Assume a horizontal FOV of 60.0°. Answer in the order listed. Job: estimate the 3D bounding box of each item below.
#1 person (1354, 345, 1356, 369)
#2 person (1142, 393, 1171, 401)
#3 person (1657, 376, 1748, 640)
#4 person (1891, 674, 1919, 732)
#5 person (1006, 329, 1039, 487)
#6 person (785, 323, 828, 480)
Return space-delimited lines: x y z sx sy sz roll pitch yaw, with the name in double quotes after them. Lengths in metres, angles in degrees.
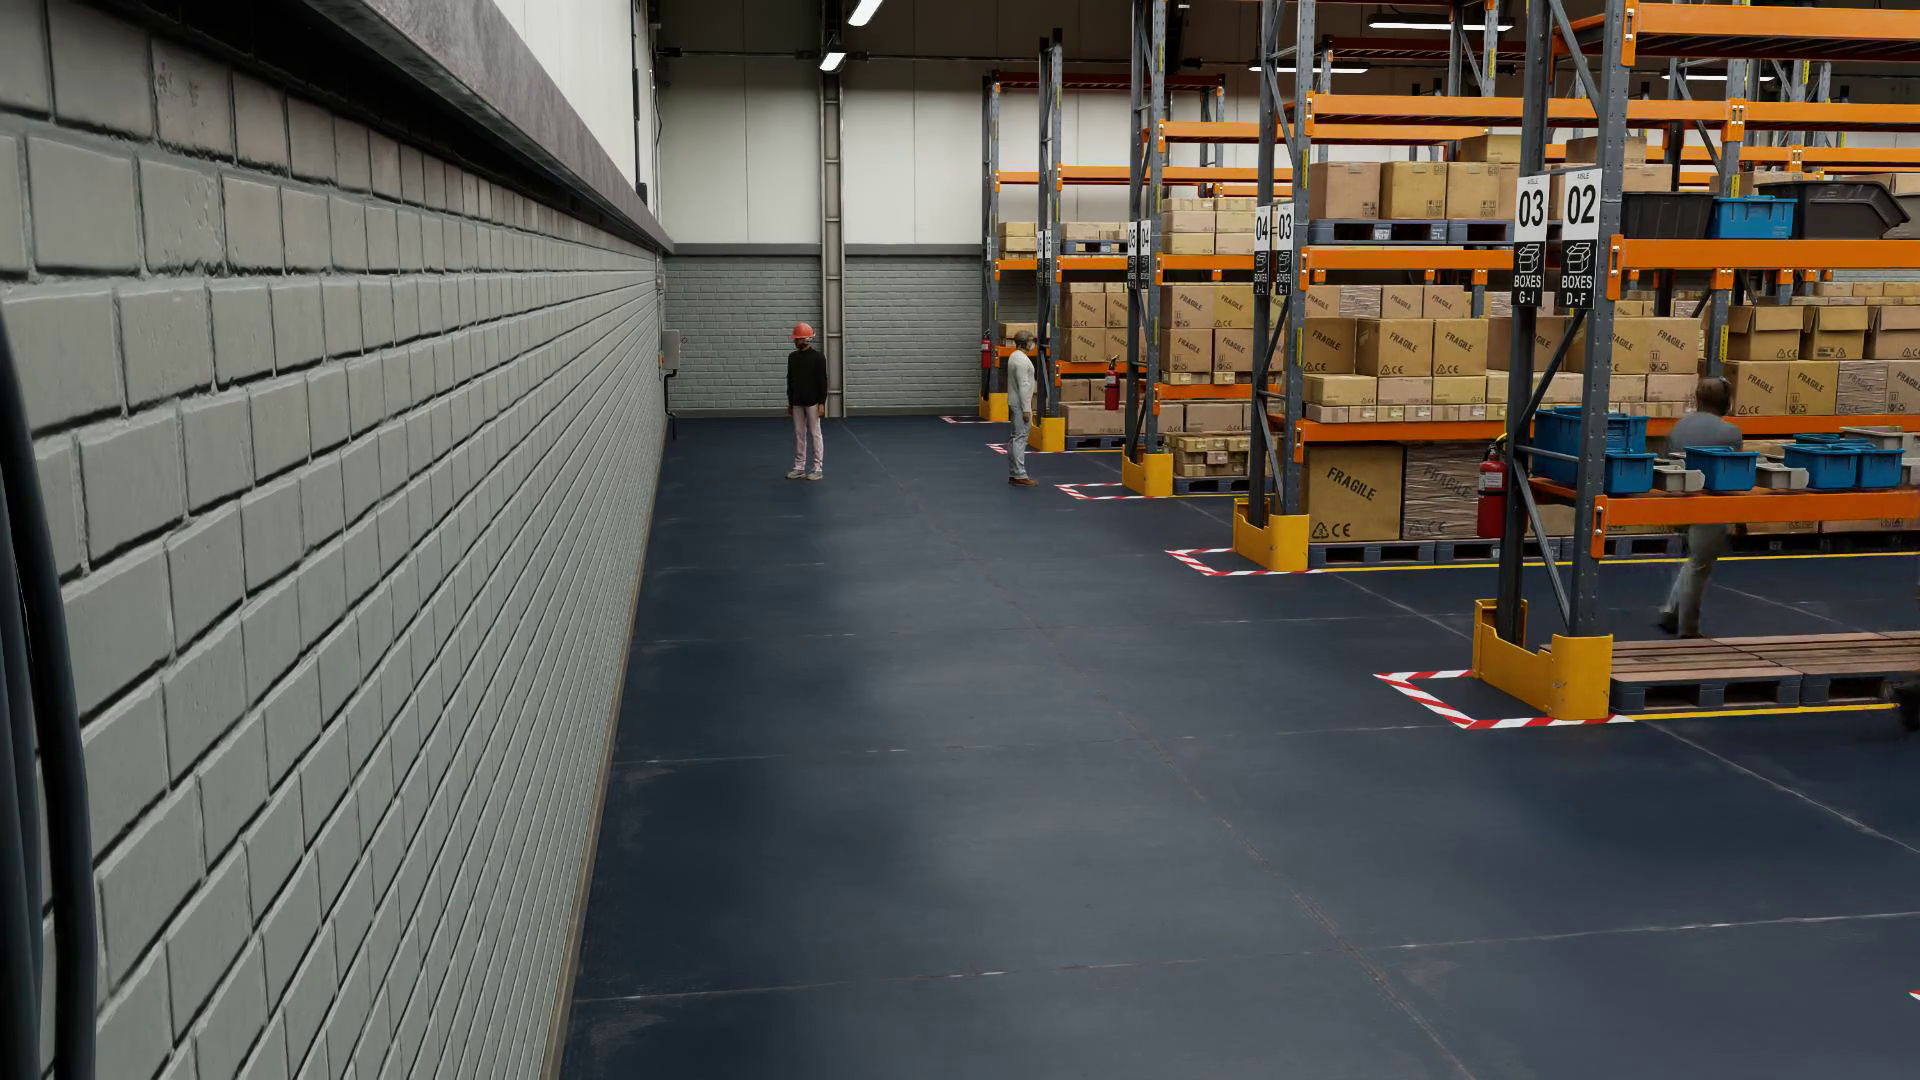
3.692 -1.052 16.638 1.014 2.000 0.677 -2 9 -12 "person"
3.128 -2.576 26.470 1.008 1.917 0.611 -3 10 -18 "person"
5.228 -0.184 11.663 0.439 1.925 0.645 -2 9 -10 "person"
5.696 0.185 9.394 0.765 1.918 0.558 0 9 -3 "person"
0.763 -1.629 20.511 0.372 1.940 0.627 -1 9 -9 "person"
-1.959 -1.755 21.123 0.612 1.991 0.392 6 11 34 "person"
